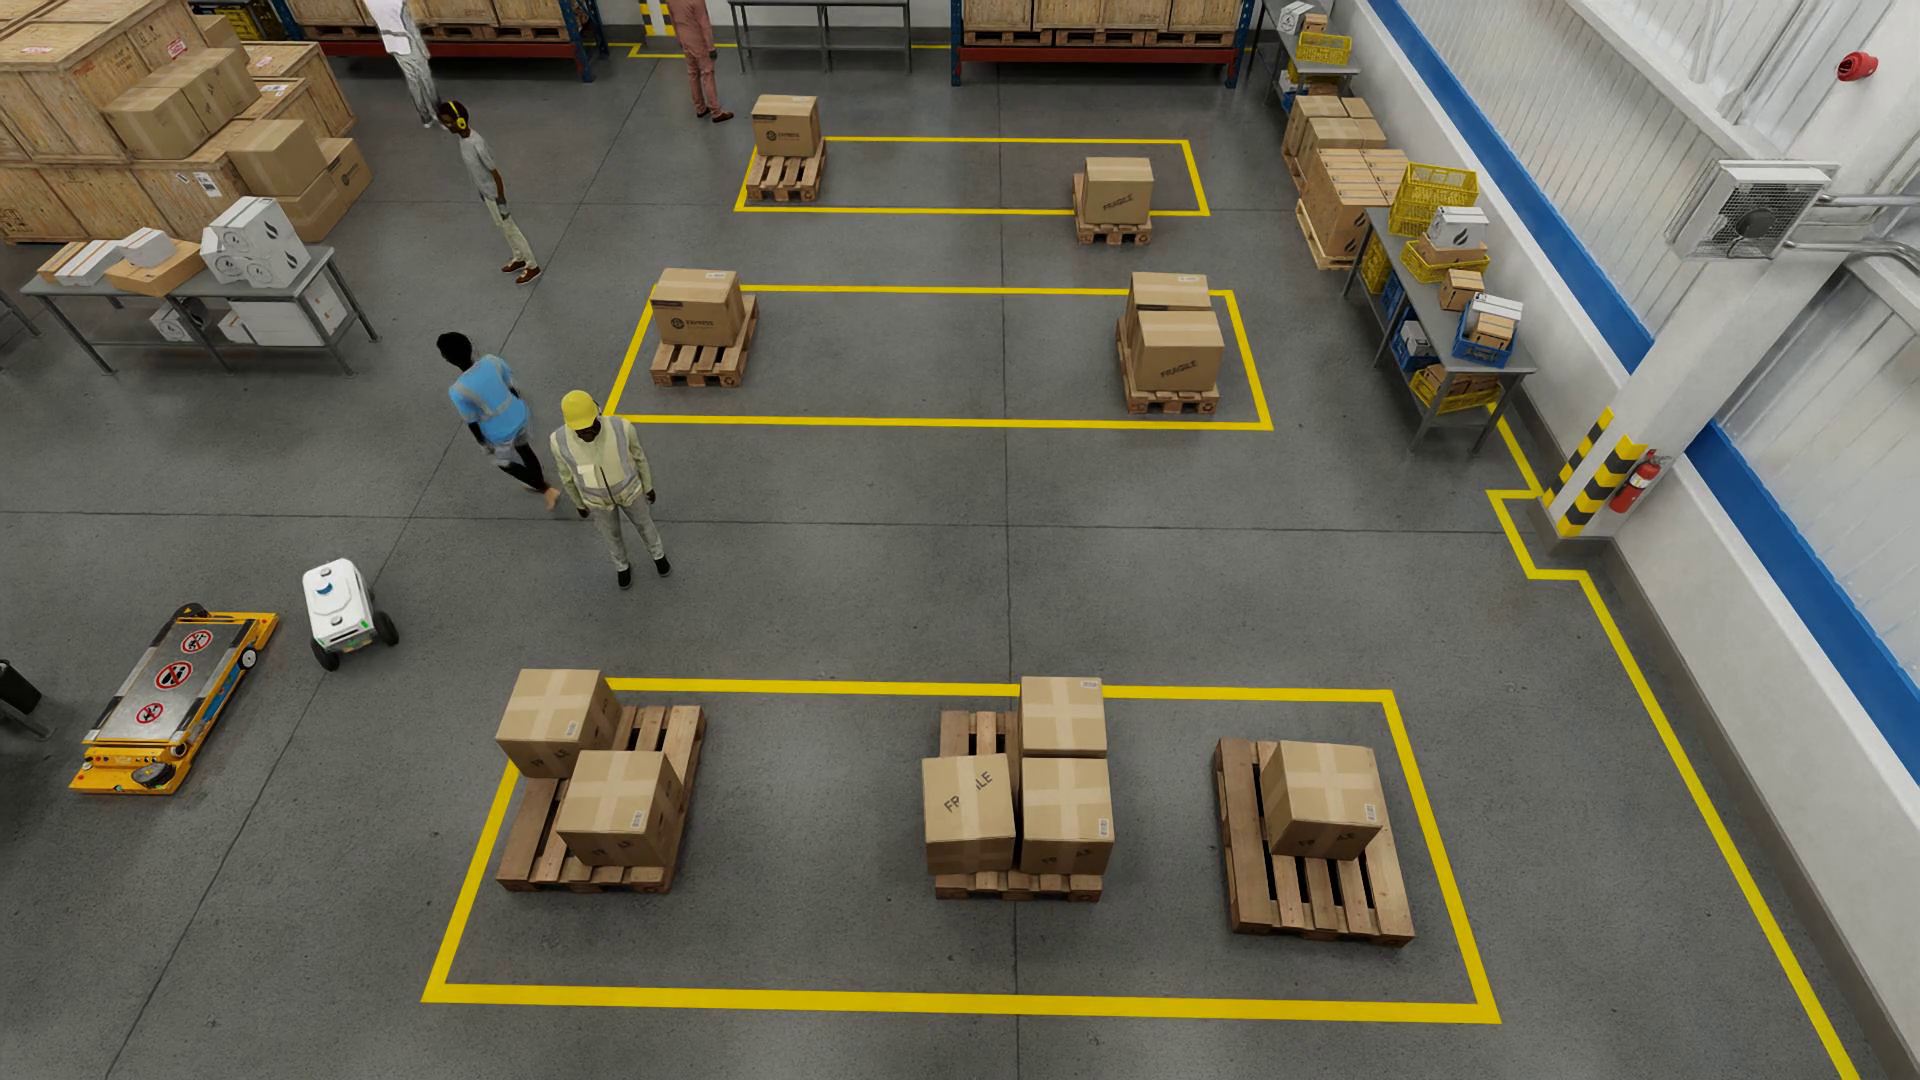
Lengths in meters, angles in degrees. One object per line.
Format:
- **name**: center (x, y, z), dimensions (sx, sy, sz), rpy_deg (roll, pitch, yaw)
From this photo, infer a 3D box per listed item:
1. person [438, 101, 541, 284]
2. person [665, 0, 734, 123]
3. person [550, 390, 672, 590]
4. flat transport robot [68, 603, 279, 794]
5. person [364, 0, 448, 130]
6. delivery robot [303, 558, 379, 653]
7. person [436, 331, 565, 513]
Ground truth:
- **person**: center (-4.743, -3.488, 9.261), dimensions (0.310, 1.869, 0.532), rpy_deg (-36, 59, -27)
- **person**: center (-3.334, -6.337, 11.651), dimensions (0.638, 1.904, 0.402), rpy_deg (30, 56, 23)
- **person**: center (-2.512, -0.351, 6.630), dimensions (0.589, 1.833, 0.404), rpy_deg (-18, 52, -14)
- **flat transport robot**: center (-5.504, 1.072, 6.442), dimensions (0.652, 0.197, 1.431), rpy_deg (1, 50, 1)
- **person**: center (-6.930, -6.133, 11.477), dimensions (0.604, 1.905, 0.419), rpy_deg (13, 51, 11)
- **delivery robot**: center (-4.551, 0.470, 6.707), dimensions (0.477, 0.478, 0.707), rpy_deg (-26, 54, -20)
- **person**: center (-3.527, -0.887, 7.190), dimensions (0.565, 1.674, 0.545), rpy_deg (16, 52, 13)
